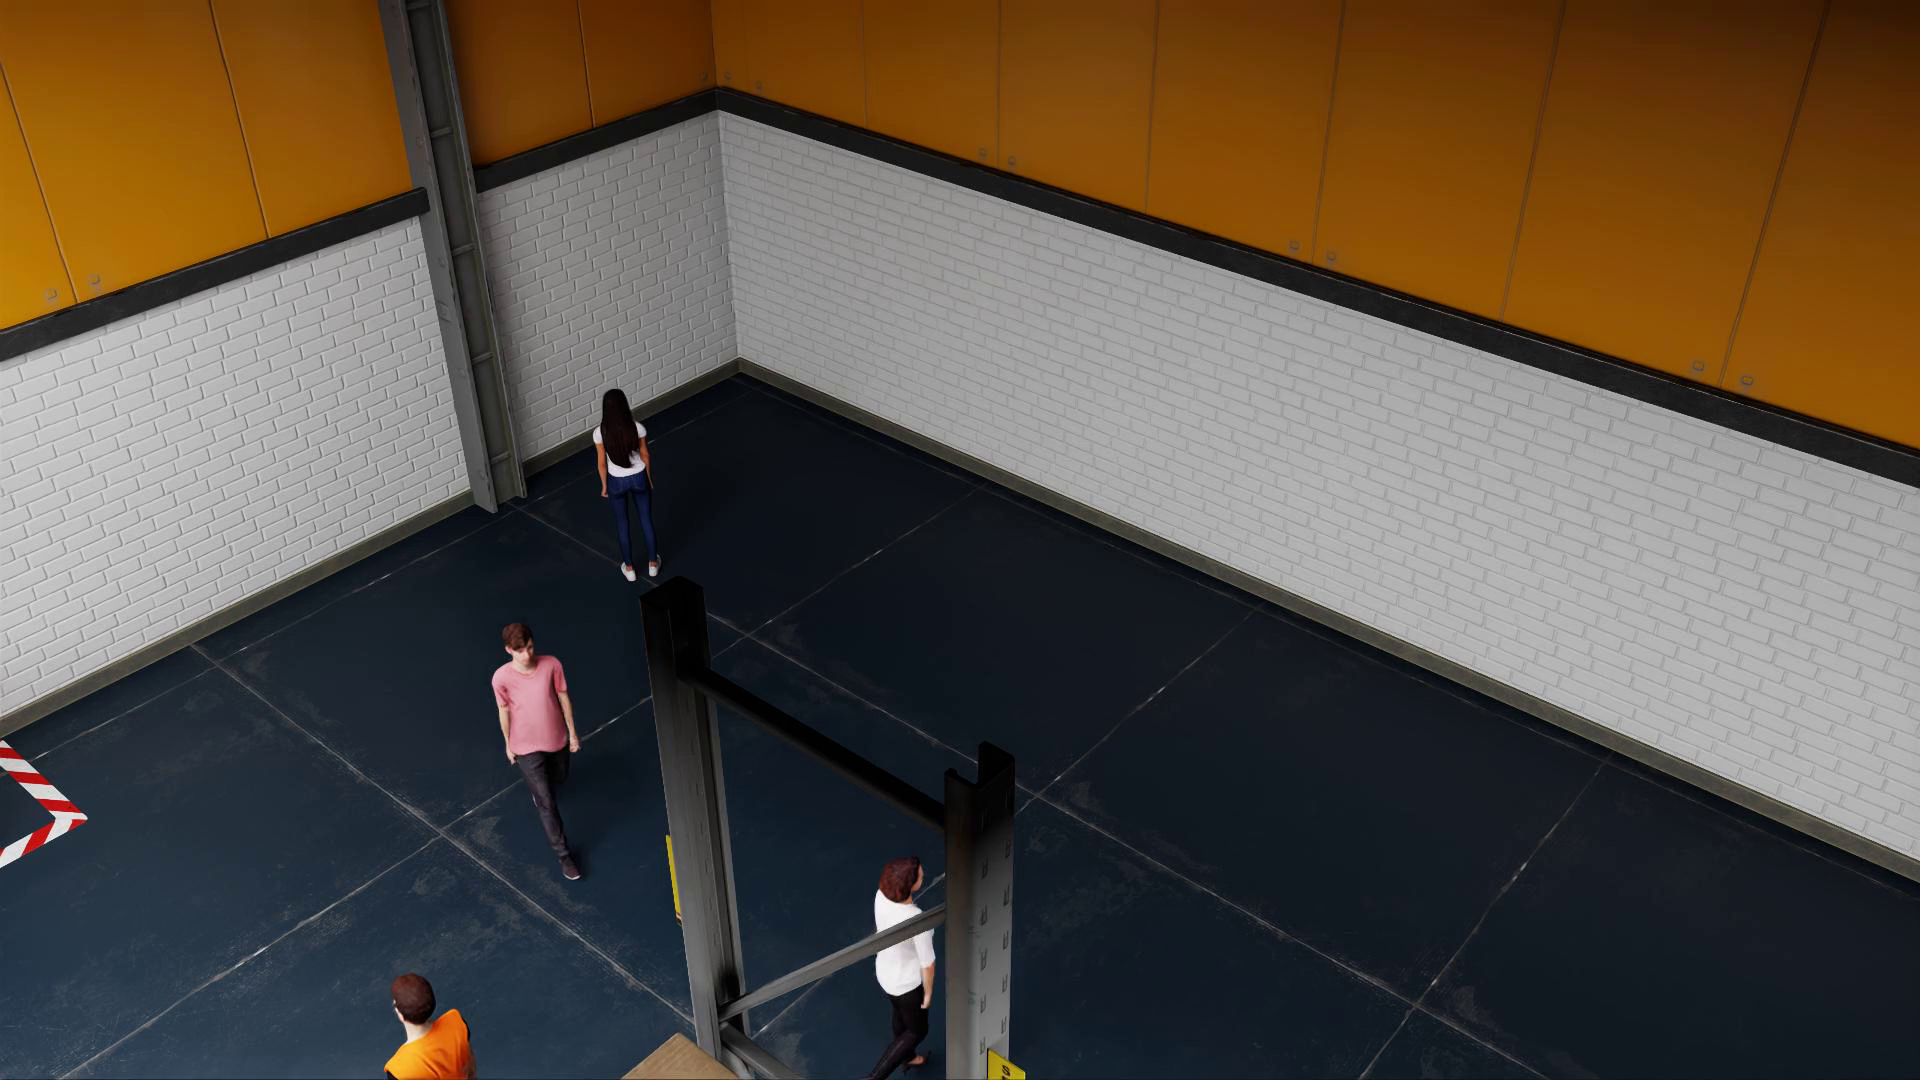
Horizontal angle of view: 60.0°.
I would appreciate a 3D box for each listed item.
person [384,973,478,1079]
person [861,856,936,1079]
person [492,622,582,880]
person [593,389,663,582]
[{"bbox_3d":[-2.674,2.967,8.624,0.789,1.887,0.626,17,37,24],"label":"person"},{"bbox_3d":[-0.399,2.527,9.382,0.931,1.781,0.684,-27,42,-34],"label":"person"},{"bbox_3d":[-2.822,1.294,11.103,1.197,1.930,0.939,-19,38,-26],"label":"person"},{"bbox_3d":[-2.769,-0.459,13.879,0.639,1.775,0.728,-8,34,-12],"label":"person"}]
